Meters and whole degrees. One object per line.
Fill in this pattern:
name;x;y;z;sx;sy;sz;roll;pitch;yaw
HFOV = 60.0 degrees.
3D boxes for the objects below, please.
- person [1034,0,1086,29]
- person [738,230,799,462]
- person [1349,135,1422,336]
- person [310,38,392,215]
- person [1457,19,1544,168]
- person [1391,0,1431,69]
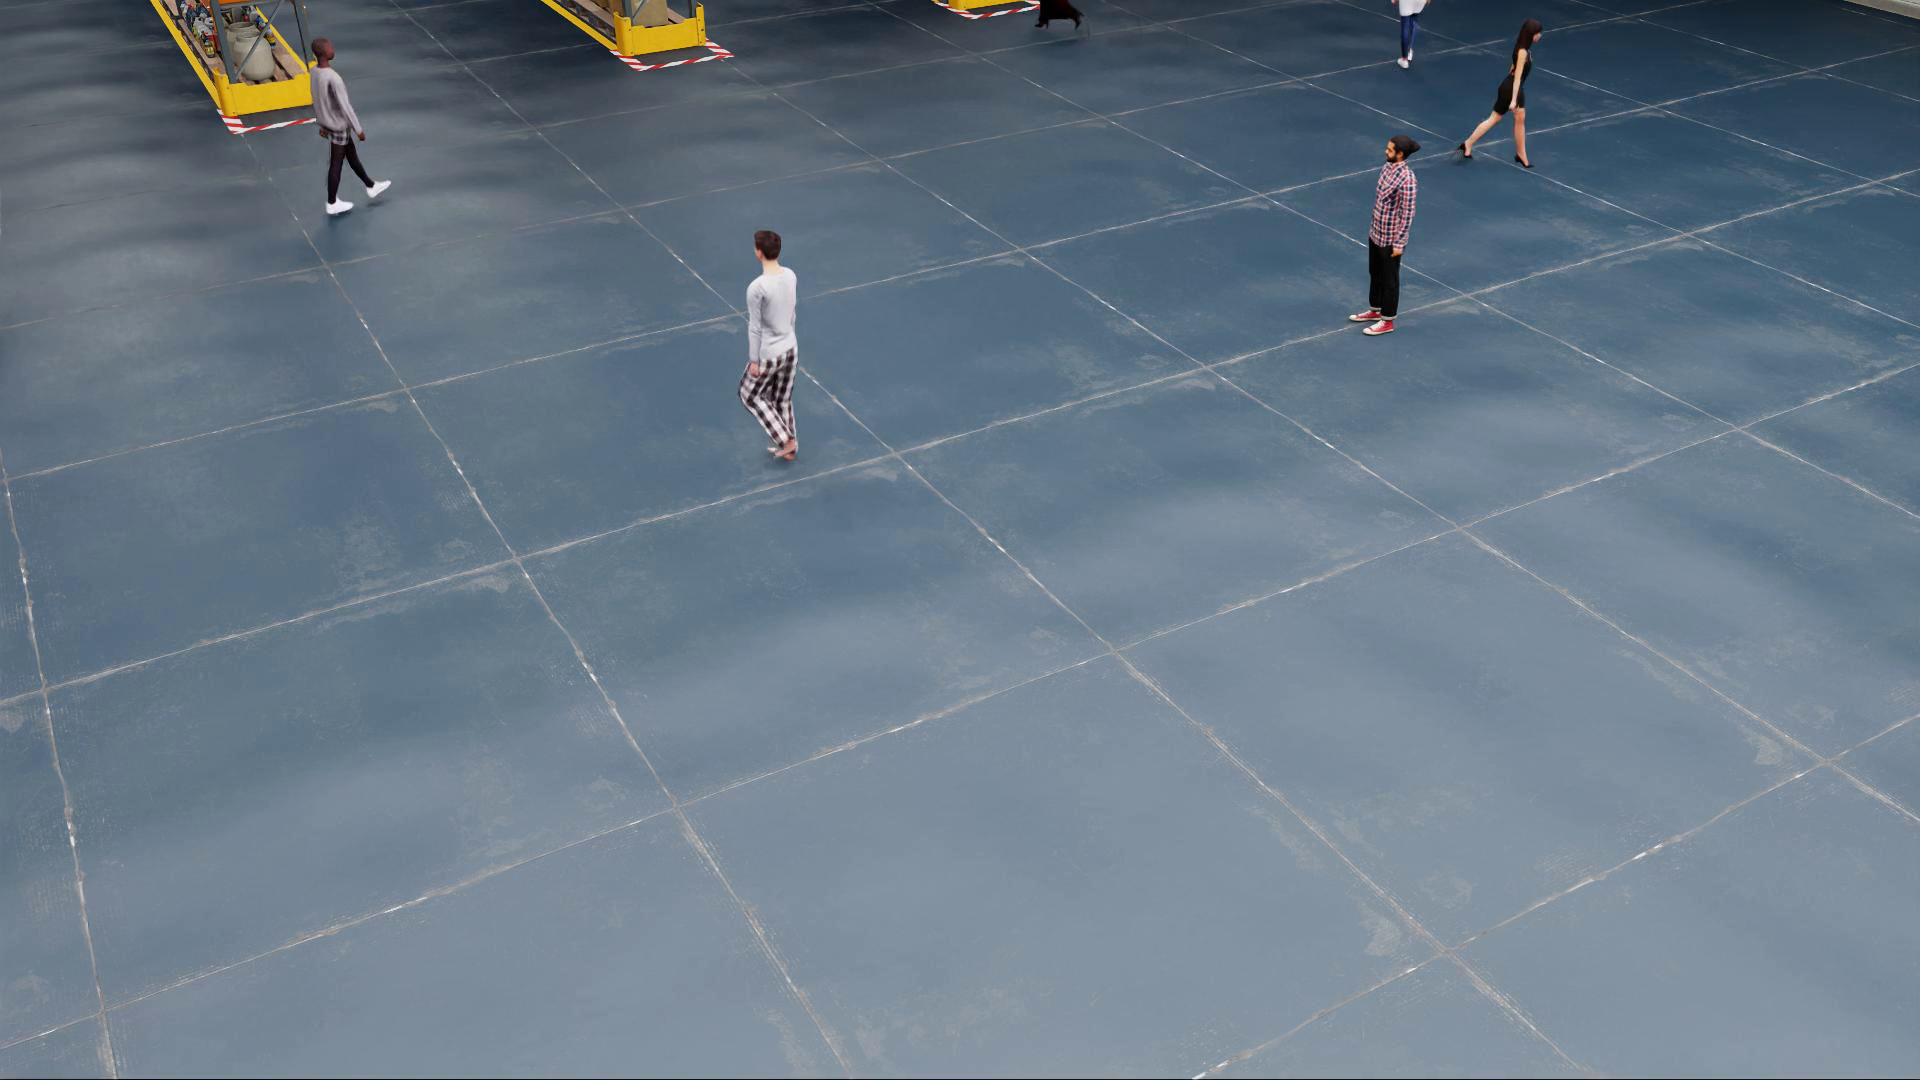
person;1.347;-7.715;22.420;1.107;1.735;1.004;13;34;19
person;-1.317;-1.371;12.270;0.814;1.833;0.767;23;39;32
person;3.707;-2.652;14.368;0.817;1.761;0.631;-7;33;-11
person;-6.363;-4.125;16.722;1.056;1.742;0.918;25;40;34
person;5.834;-4.791;17.909;1.158;1.602;1.022;10;33;15
person;5.751;-6.854;21.022;0.710;1.770;0.703;-3;32;-4
